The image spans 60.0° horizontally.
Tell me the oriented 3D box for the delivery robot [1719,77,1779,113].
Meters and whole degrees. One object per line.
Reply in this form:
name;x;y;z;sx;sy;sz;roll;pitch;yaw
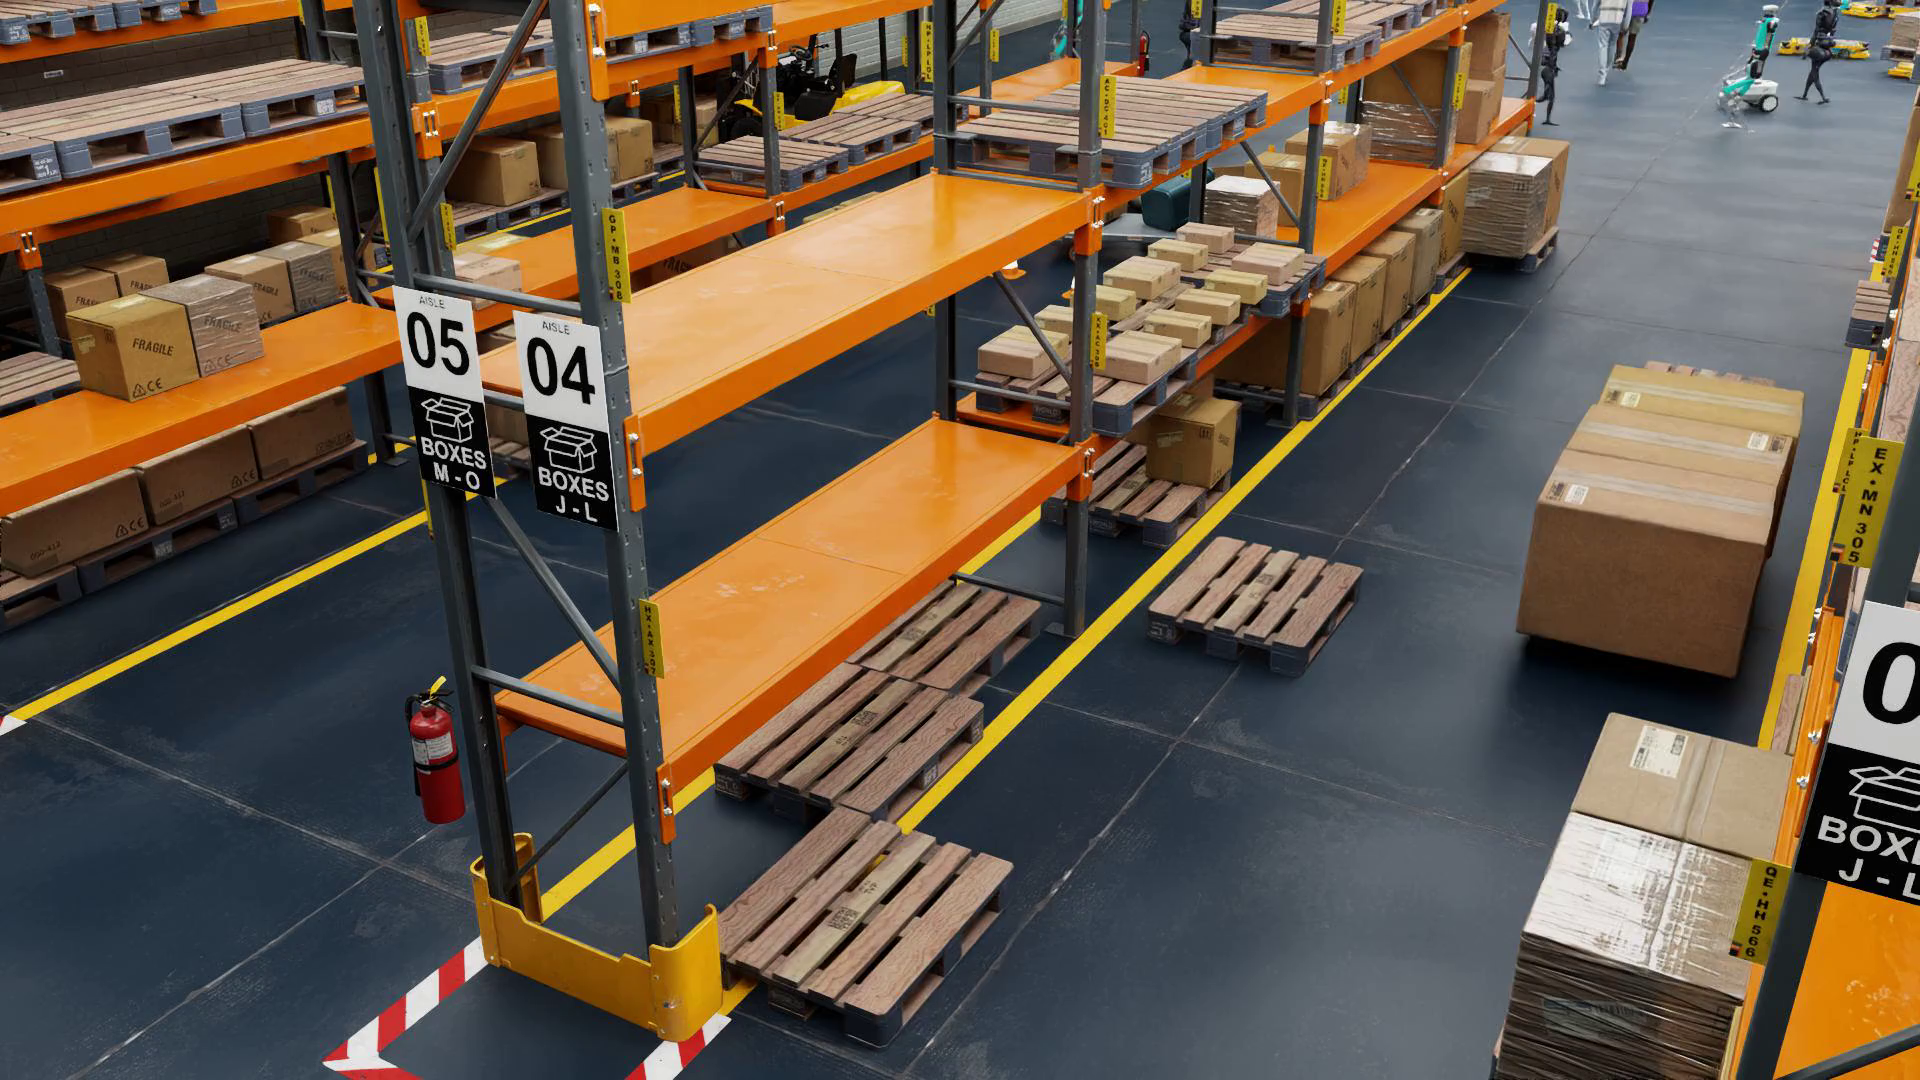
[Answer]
delivery robot;11.859;-6.722;24.974;0.793;0.590;0.499;0;26;0

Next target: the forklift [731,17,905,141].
forklift;-1.819;-5.975;21.543;2.313;2.155;1.214;14;29;26

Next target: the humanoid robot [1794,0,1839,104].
humanoid robot;13.130;-7.491;25.339;0.619;1.647;0.657;-12;28;-23

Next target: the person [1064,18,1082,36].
person;2.178;-10.368;31.049;0.665;1.864;1.016;7;27;14

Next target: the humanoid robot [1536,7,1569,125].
humanoid robot;8.415;-6.818;23.898;0.629;1.633;0.609;11;28;21

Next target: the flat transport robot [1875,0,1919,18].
flat transport robot;19.141;-10.675;33.524;0.659;0.231;1.431;15;29;28

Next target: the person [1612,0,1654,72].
person;11.203;-8.786;27.677;0.620;1.938;0.426;5;26;9

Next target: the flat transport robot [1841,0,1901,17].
flat transport robot;18.664;-10.792;33.766;1.431;0.231;0.659;-13;28;-24

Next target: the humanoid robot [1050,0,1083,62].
humanoid robot;1.642;-8.234;26.876;0.789;1.870;0.541;4;26;9

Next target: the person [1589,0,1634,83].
person;10.527;-8.391;26.933;0.601;1.861;1.004;6;26;12

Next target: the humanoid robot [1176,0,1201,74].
humanoid robot;3.680;-8.133;26.613;0.372;1.641;0.601;-9;27;-18

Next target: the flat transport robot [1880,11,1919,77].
flat transport robot;16.128;-7.896;27.750;1.431;0.231;0.659;-21;33;-36

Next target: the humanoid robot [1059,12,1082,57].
humanoid robot;1.968;-9.224;28.816;0.545;1.759;0.823;10;28;21

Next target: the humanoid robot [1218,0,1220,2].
humanoid robot;4.738;-10.244;30.931;0.699;1.788;0.542;6;26;11

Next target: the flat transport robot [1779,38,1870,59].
flat transport robot;15.294;-8.704;29.429;1.431;0.231;0.659;11;28;21

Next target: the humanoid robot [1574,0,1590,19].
humanoid robot;12.430;-11.151;32.850;0.557;1.789;0.800;-23;34;-39

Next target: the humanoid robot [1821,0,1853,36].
humanoid robot;15.538;-9.590;29.544;0.539;1.770;0.697;-18;31;-33

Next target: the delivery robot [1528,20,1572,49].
delivery robot;10.698;-9.208;30.161;0.801;0.608;0.499;-16;30;-29

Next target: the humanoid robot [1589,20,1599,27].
humanoid robot;12.682;-10.791;32.096;0.881;1.783;0.556;-5;26;-11

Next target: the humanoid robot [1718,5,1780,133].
humanoid robot;10.971;-6.569;23.321;0.796;1.800;0.545;6;26;11
